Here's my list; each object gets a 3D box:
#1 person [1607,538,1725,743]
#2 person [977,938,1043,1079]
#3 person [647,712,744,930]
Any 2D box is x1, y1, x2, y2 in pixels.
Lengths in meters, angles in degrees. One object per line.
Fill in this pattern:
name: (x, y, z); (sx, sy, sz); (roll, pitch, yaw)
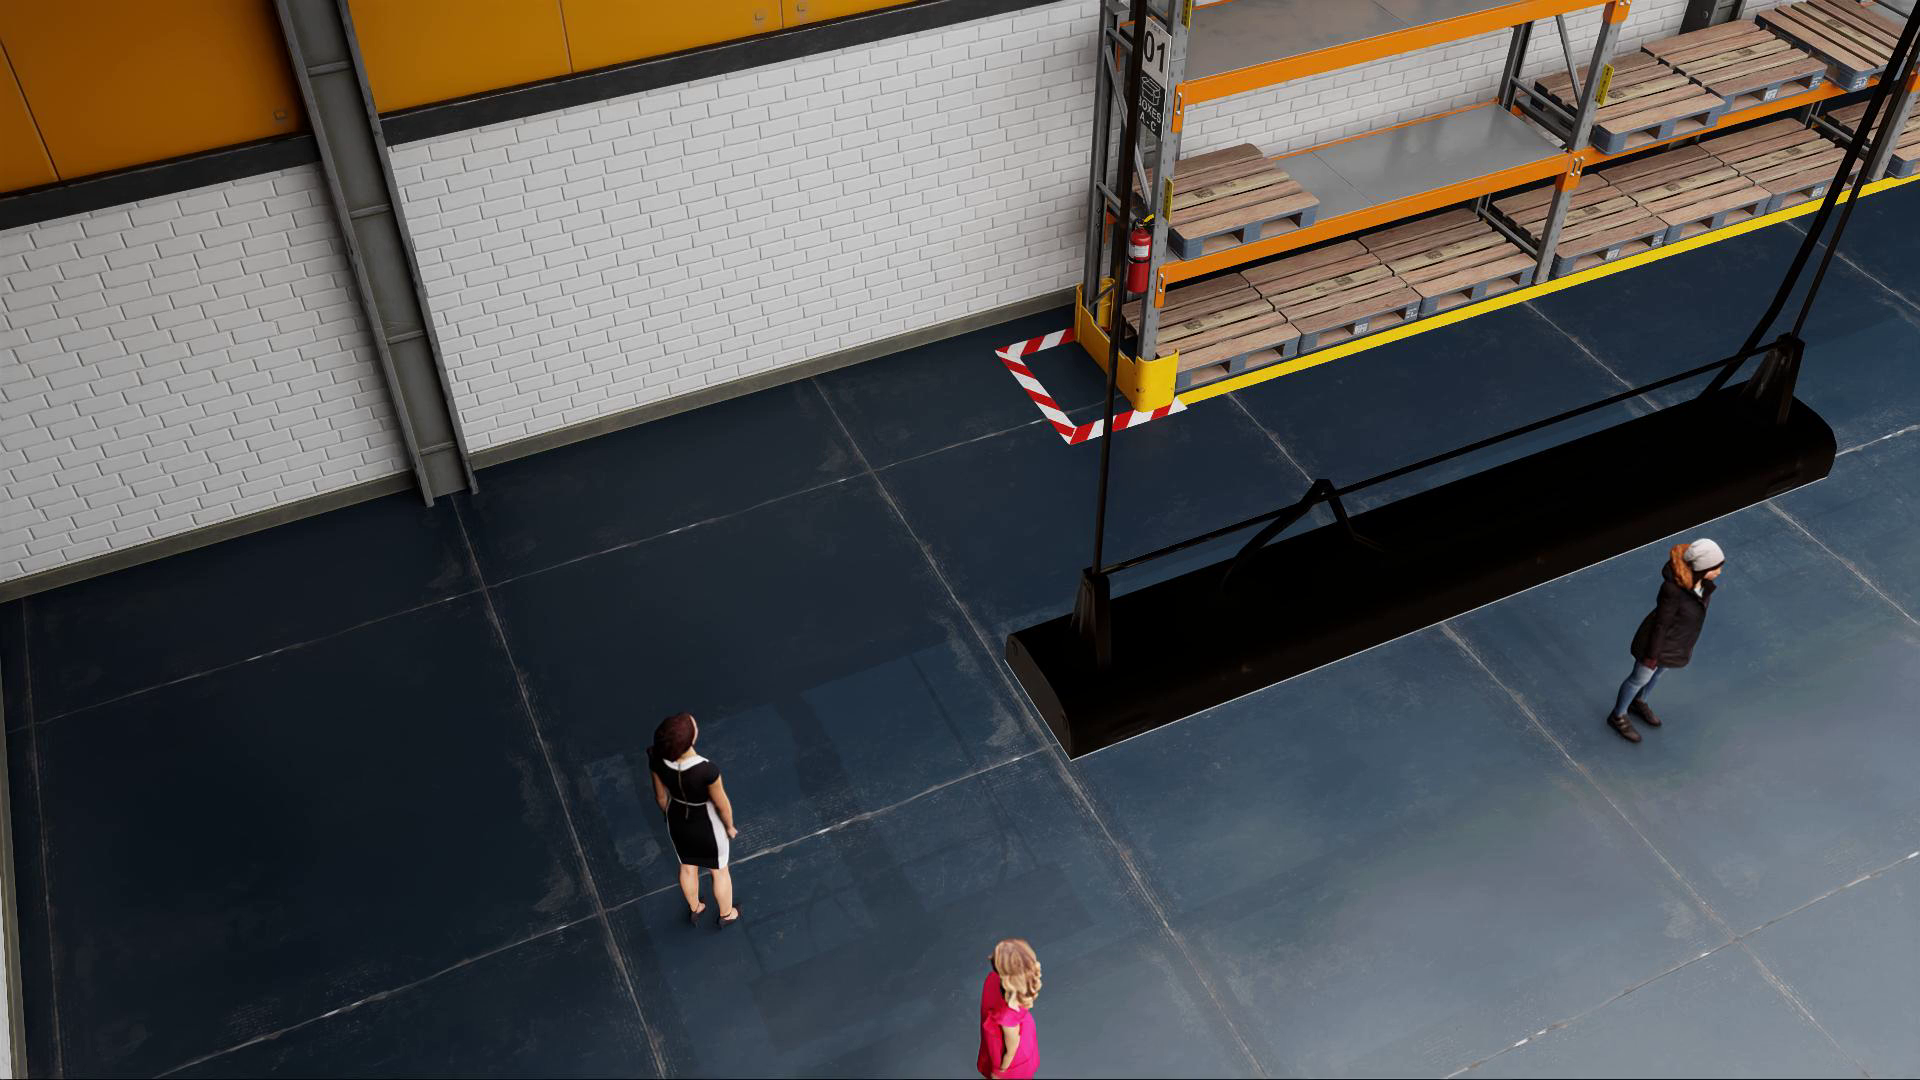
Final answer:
person: (4.420, 0.599, 10.425); (0.608, 1.636, 0.738); (-28, 50, -26)
person: (0.261, 2.514, 8.349); (0.688, 1.729, 0.659); (4, 44, 5)
person: (-1.464, 1.593, 9.266); (0.620, 1.796, 0.699); (11, 45, 11)
